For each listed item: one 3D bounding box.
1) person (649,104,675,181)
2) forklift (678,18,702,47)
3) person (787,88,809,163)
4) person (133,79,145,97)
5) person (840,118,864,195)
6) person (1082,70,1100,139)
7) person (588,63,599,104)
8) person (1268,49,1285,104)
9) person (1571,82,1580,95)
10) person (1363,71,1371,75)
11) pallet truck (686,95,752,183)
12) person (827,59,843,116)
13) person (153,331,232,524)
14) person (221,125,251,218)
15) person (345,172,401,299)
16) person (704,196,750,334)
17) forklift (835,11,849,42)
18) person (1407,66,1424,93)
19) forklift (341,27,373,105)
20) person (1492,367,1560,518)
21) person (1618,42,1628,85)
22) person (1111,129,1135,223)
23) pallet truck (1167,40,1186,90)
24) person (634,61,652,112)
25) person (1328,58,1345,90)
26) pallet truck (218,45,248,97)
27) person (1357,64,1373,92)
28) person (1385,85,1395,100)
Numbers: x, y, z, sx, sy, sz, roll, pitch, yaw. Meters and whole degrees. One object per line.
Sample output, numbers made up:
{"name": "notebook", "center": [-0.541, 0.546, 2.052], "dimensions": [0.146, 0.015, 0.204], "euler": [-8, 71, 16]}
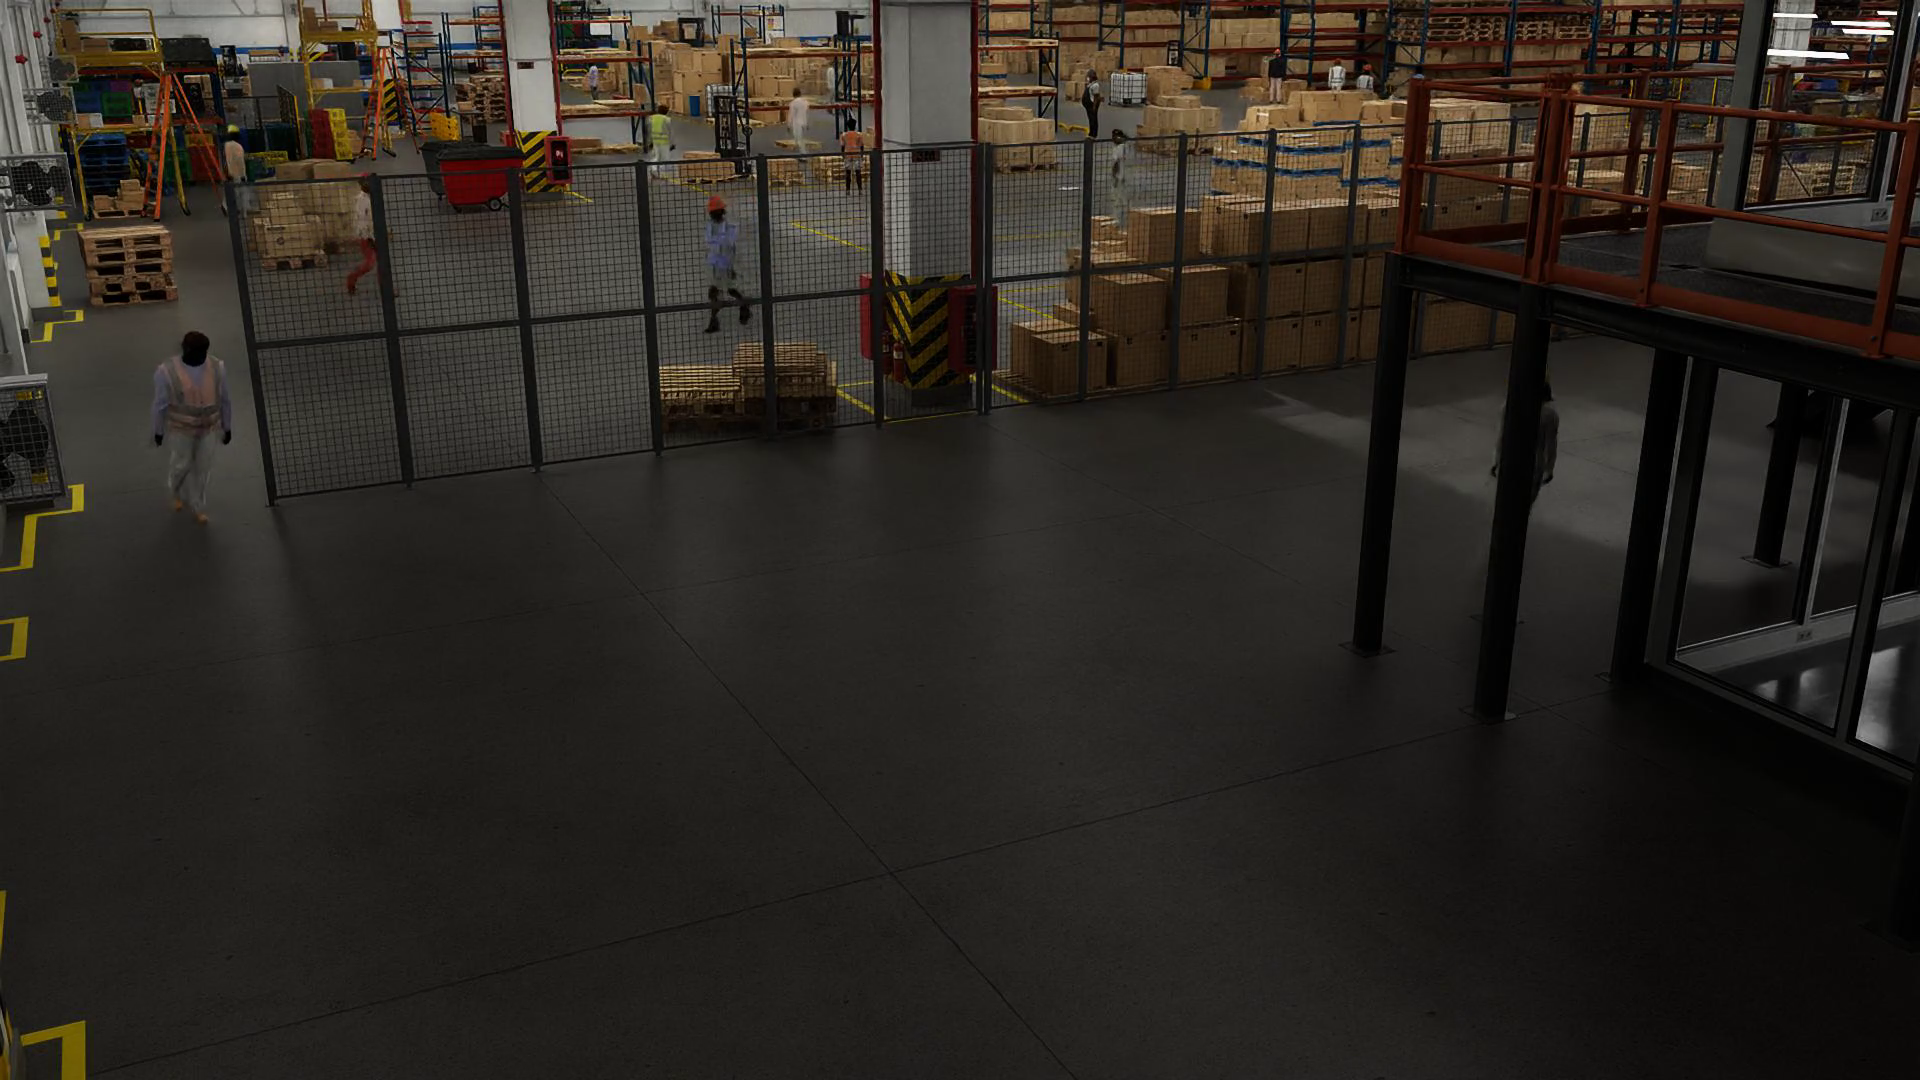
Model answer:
{"name": "person", "center": [-7.152, -9.532, 39.932], "dimensions": [0.651, 1.814, 0.435], "euler": [8, 21, 22]}
{"name": "forklift", "center": [-11.690, -21.268, 72.321], "dimensions": [1.129, 2.768, 1.873], "euler": [1, 19, 3]}
{"name": "person", "center": [-4.353, -10.916, 43.778], "dimensions": [0.900, 1.906, 0.655], "euler": [15, 24, 37]}
{"name": "person", "center": [-25.318, -13.406, 51.423], "dimensions": [0.521, 1.632, 0.315], "euler": [6, 20, 18]}
{"name": "person", "center": [-2.418, -8.624, 37.453], "dimensions": [0.535, 1.699, 0.321], "euler": [0, 19, 0]}
{"name": "person", "center": [3.889, -12.929, 49.416], "dimensions": [0.536, 2.000, 0.684], "euler": [-2, 19, -6]}
{"name": "person", "center": [-13.001, -16.154, 58.935], "dimensions": [0.366, 1.926, 0.594], "euler": [-9, 21, -25]}
{"name": "person", "center": [11.857, -17.358, 62.323], "dimensions": [0.622, 1.992, 0.393], "euler": [6, 20, 16]}
{"name": "person", "center": [18.217, -12.958, 49.727], "dimensions": [0.557, 1.899, 0.971], "euler": [-4, 19, -12]}
{"name": "person", "center": [13.755, -15.177, 56.567], "dimensions": [0.364, 1.616, 0.541], "euler": [10, 22, 28]}
{"name": "pallet truck", "center": [-5.836, -9.608, 39.856], "dimensions": [0.823, 1.965, 1.885], "euler": [10, 22, 27]}
{"name": "person", "center": [-4.310, -15.670, 57.560], "dimensions": [0.634, 1.915, 0.818], "euler": [-7, 20, -20]}
{"name": "person", "center": [-7.082, -1.058, 15.372], "dimensions": [0.643, 1.801, 0.661], "euler": [17, 25, 41]}
{"name": "person", "center": [-14.718, -7.454, 33.770], "dimensions": [0.621, 1.895, 0.625], "euler": [14, 24, 36]}
{"name": "person", "center": [-9.143, -4.684, 25.699], "dimensions": [0.799, 1.941, 0.639], "euler": [3, 19, 8]}
{"name": "person", "center": [-3.328, -3.911, 23.486], "dimensions": [0.546, 1.908, 0.881], "euler": [8, 21, 22]}
{"name": "forklift", "center": [-5.880, -25.018, 83.192], "dimensions": [1.873, 2.768, 1.129], "euler": [-9, 21, -25]}
{"name": "person", "center": [15.882, -15.613, 57.779], "dimensions": [0.534, 1.653, 0.888], "euler": [-7, 20, -19]}
{"name": "forklift", "center": [-22.275, -17.346, 60.954], "dimensions": [1.873, 2.768, 1.129], "euler": [-9, 21, -25]}
{"name": "person", "center": [4.882, -0.666, 14.332], "dimensions": [0.516, 1.721, 0.566], "euler": [14, 23, 35]}
{"name": "person", "center": [28.797, -20.593, 71.936], "dimensions": [0.429, 1.841, 0.634], "euler": [-15, 24, -36]}
{"name": "person", "center": [3.224, -7.276, 33.301], "dimensions": [0.538, 1.862, 0.526], "euler": [12, 22, 31]}
{"name": "pallet truck", "center": [9.045, -19.971, 69.895], "dimensions": [0.823, 1.965, 1.885], "euler": [-3, 19, -8]}
{"name": "person", "center": [-10.924, -15.633, 57.488], "dimensions": [0.646, 1.884, 1.045], "euler": [-11, 22, -29]}
{"name": "person", "center": [13.392, -16.202, 59.204], "dimensions": [0.563, 1.853, 0.898], "euler": [6, 20, 17]}
{"name": "pallet truck", "center": [-28.879, -18.665, 66.111], "dimensions": [0.823, 1.965, 1.885], "euler": [-3, 19, -9]}
{"name": "person", "center": [13.067, -14.338, 53.657], "dimensions": [0.548, 1.937, 0.379], "euler": [16, 25, 39]}
{"name": "person", "center": [11.960, -11.724, 46.248], "dimensions": [0.954, 1.836, 0.520], "euler": [4, 19, 11]}
